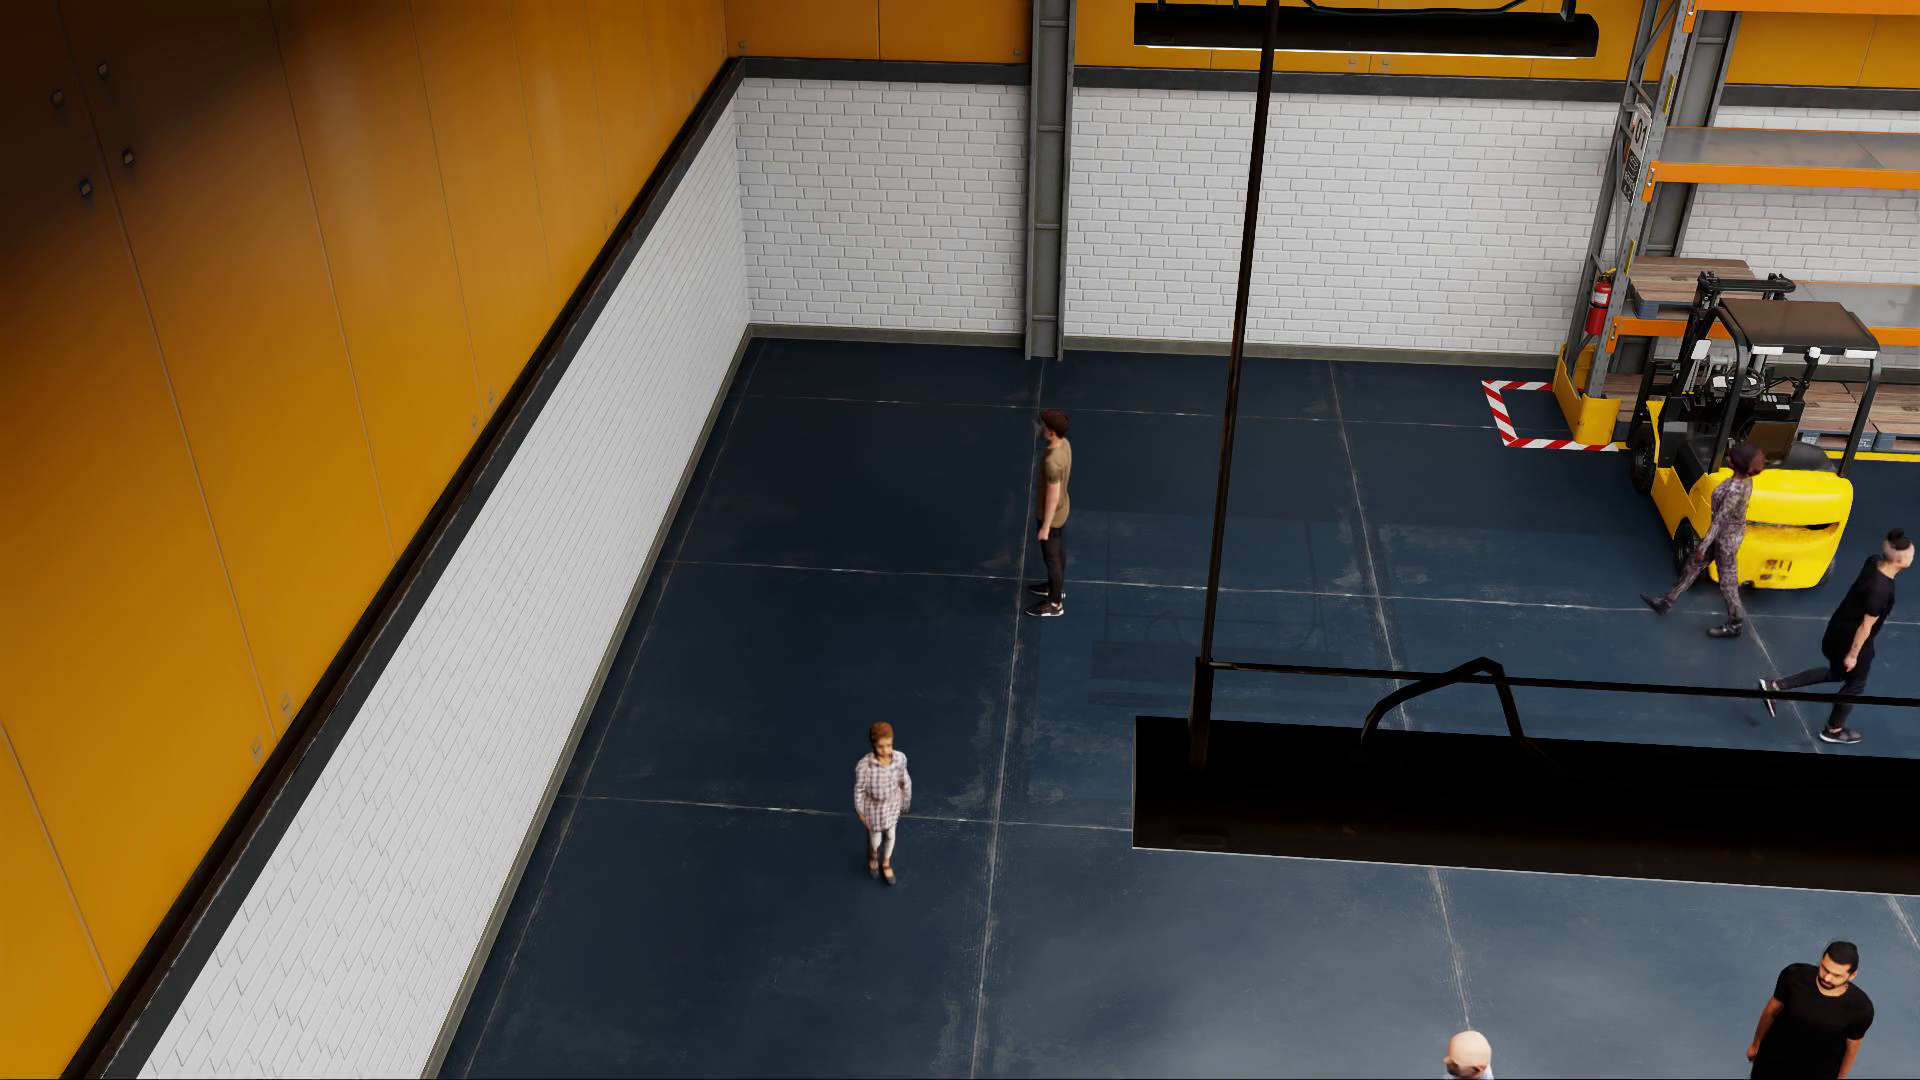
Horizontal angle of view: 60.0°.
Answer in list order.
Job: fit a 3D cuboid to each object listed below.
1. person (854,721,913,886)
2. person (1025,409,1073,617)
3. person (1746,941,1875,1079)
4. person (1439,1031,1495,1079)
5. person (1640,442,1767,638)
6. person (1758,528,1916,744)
[{"bbox_3d":[-0.535,1.681,10.962,0.584,1.307,0.684,-11,35,-16],"label":"person"},{"bbox_3d":[0.744,-0.231,13.346,0.545,1.852,0.657,4,34,6],"label":"person"},{"bbox_3d":[4.489,2.782,8.899,0.666,1.757,0.772,24,40,31],"label":"person"},{"bbox_3d":[2.468,3.098,8.394,0.629,1.789,0.678,-3,34,-5],"label":"person"},{"bbox_3d":[6.104,0.042,13.095,1.179,1.675,1.006,17,37,24],"label":"person"},{"bbox_3d":[6.351,0.672,11.997,1.083,1.841,0.858,13,36,18],"label":"person"}]
